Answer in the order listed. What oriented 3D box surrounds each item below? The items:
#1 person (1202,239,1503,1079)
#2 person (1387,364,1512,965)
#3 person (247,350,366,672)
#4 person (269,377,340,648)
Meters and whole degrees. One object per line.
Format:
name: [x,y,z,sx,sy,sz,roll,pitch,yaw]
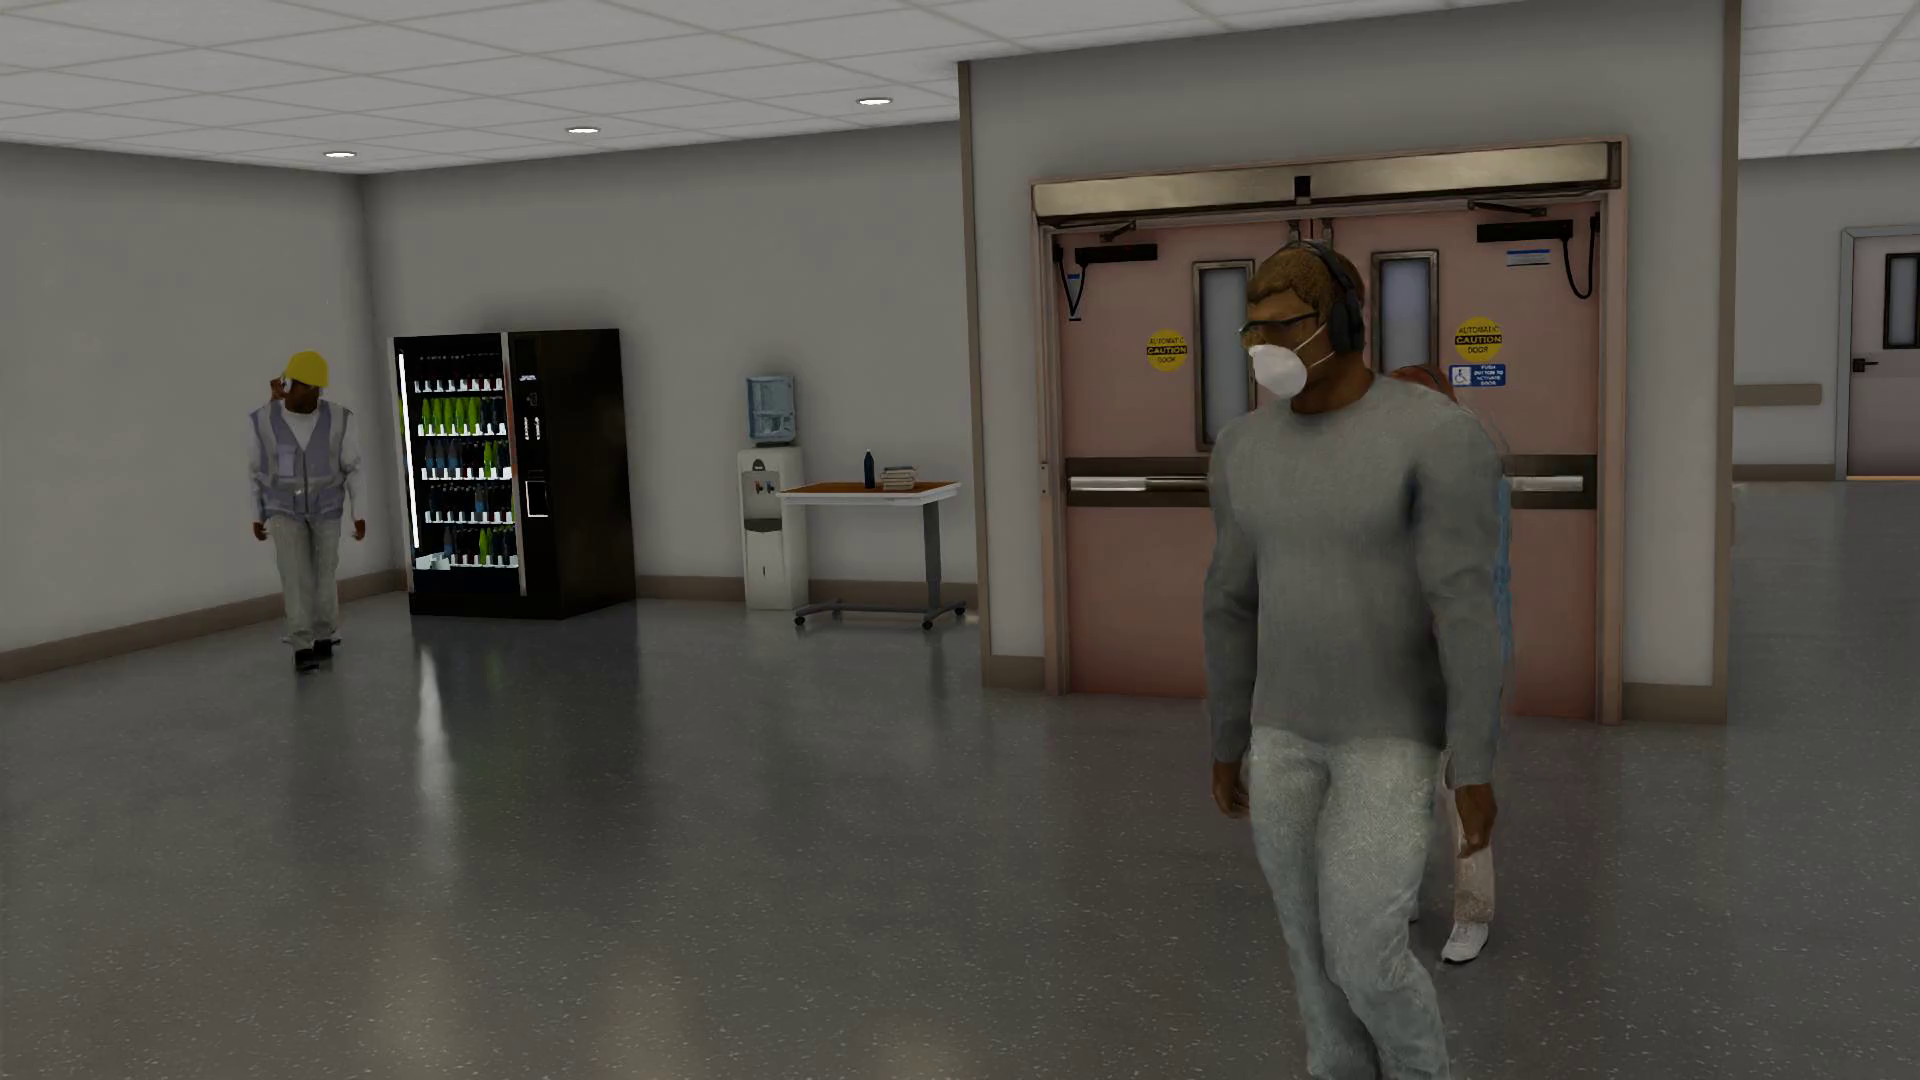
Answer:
person: [0.716,0.396,3.171,0.436,1.918,0.642,-9,10,-41]
person: [1.281,0.331,4.608,0.518,1.631,0.319,4,10,42]
person: [-3.655,-0.163,9.329,0.614,1.780,0.831,-6,8,-25]
person: [-3.961,-0.170,10.037,0.315,1.641,0.515,-8,9,-36]
